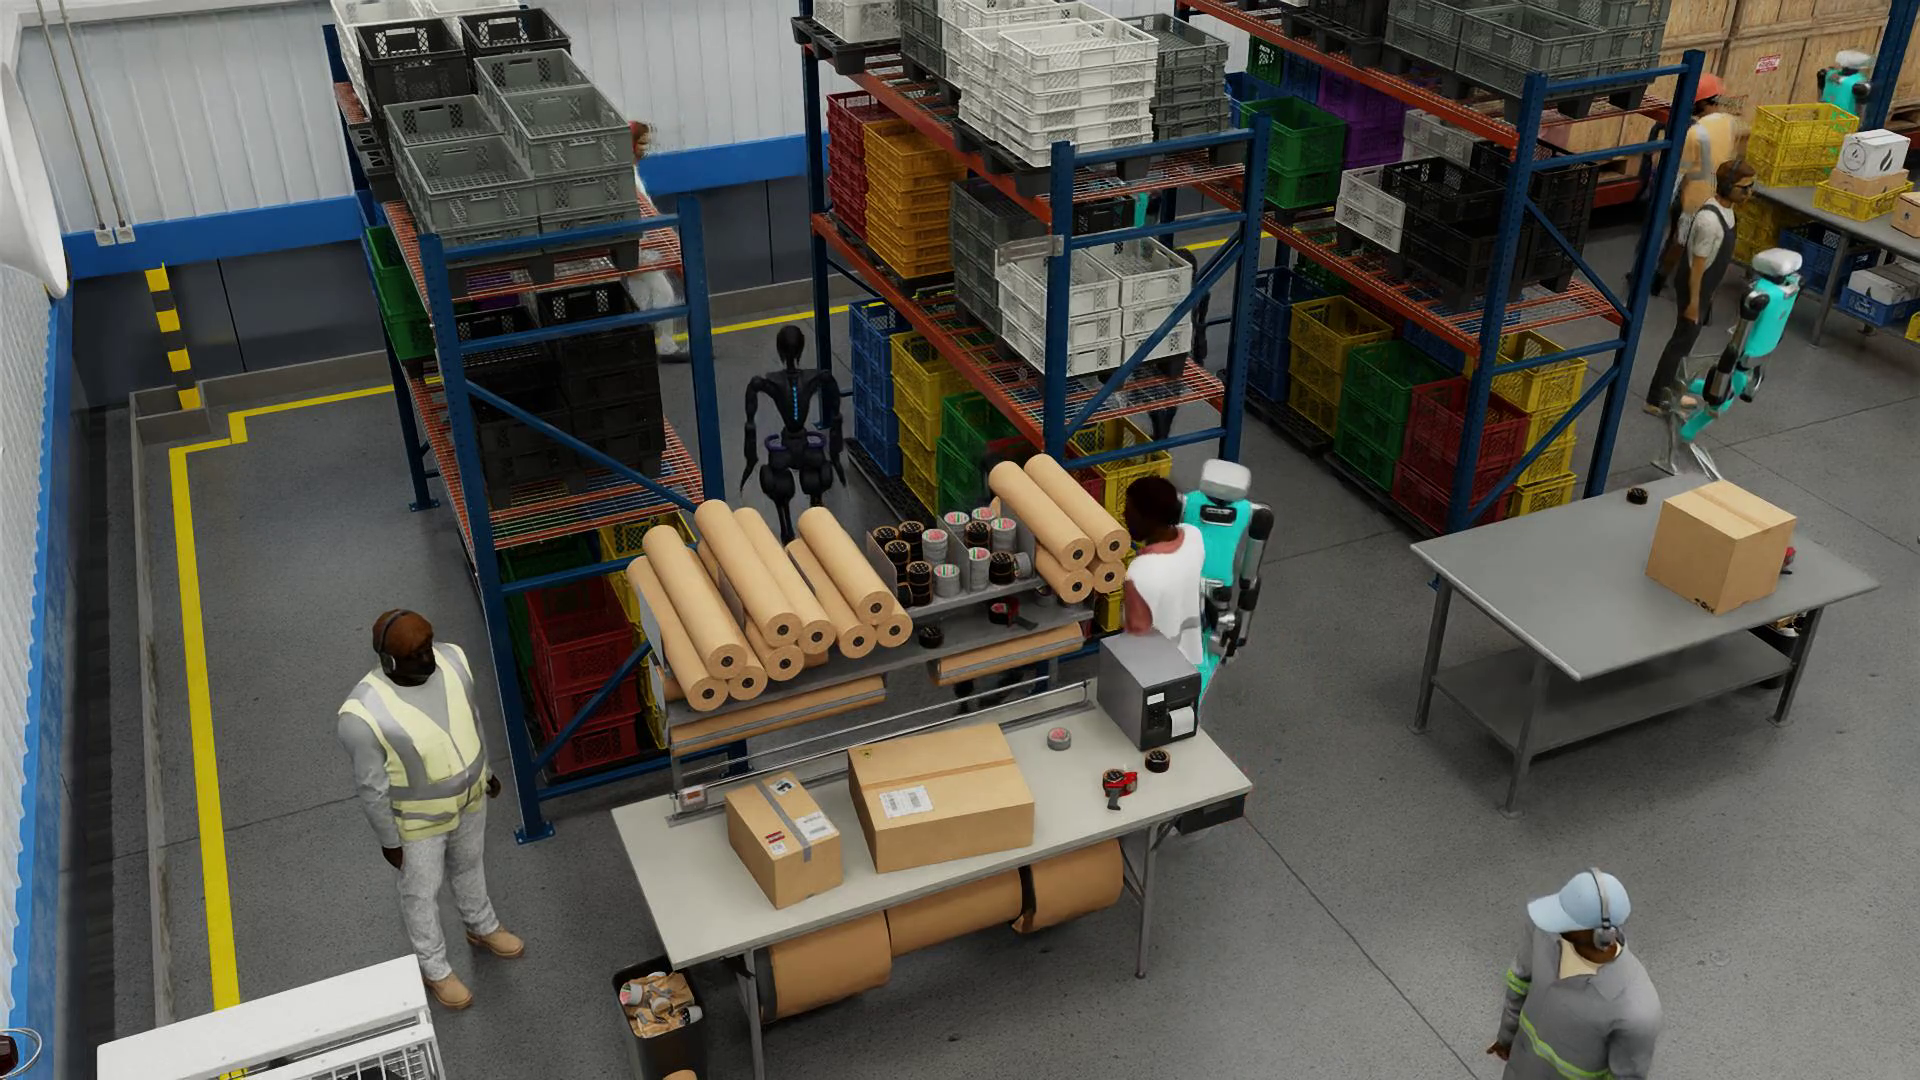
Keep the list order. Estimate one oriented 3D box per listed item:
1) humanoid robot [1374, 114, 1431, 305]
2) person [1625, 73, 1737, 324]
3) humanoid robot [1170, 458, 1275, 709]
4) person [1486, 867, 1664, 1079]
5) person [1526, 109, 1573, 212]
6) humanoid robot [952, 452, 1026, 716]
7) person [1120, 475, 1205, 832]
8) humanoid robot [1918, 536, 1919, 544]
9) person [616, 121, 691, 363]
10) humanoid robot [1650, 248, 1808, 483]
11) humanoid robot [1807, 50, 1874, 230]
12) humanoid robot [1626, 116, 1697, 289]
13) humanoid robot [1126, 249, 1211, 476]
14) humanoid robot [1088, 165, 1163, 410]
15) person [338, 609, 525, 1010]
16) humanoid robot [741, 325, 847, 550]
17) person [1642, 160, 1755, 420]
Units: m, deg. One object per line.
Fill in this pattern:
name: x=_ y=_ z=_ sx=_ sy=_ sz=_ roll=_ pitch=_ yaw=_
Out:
humanoid robot: x=3.454 y=-2.471 z=12.638 sx=0.389 sy=1.641 sz=0.603 roll=-12 pitch=34 yaw=-18
person: x=5.569 y=-2.628 z=12.709 sx=0.573 sy=1.870 sz=0.857 roll=-22 pitch=38 yaw=-32
humanoid robot: x=1.122 y=0.542 z=7.702 sx=0.584 sy=1.763 sz=0.871 roll=2 pitch=32 yaw=4
person: x=1.966 y=1.801 z=5.540 sx=0.406 sy=1.848 sz=0.589 roll=-11 pitch=33 yaw=-17
person: x=4.751 y=-3.016 z=13.449 sx=0.526 sy=1.759 sz=0.337 roll=-26 pitch=40 yaw=-36
humanoid robot: x=0.113 y=0.288 z=8.152 sx=0.606 sy=1.643 sz=0.355 roll=-13 pitch=34 yaw=-20
person: x=0.833 y=0.519 z=7.576 sx=0.565 sy=1.900 sz=0.677 roll=21 pitch=37 yaw=30
humanoid robot: x=6.225 y=-0.514 z=9.426 sx=1.036 sy=1.739 sz=0.553 roll=12 pitch=34 yaw=19
person: x=-2.314 y=-2.108 z=11.922 sx=0.523 sy=1.807 sz=0.569 roll=-9 pitch=33 yaw=-15
humanoid robot: x=4.633 y=-1.018 z=10.223 sx=0.540 sy=1.736 sz=1.006 roll=-21 pitch=37 yaw=-31
humanoid robot: x=7.480 y=-3.220 z=13.851 sx=1.049 sy=1.740 sz=0.542 roll=-10 pitch=33 yaw=-15
humanoid robot: x=5.617 y=-2.759 z=13.113 sx=0.590 sy=1.662 sz=0.328 roll=22 pitch=38 yaw=31
humanoid robot: x=1.314 y=-1.025 z=10.309 sx=0.614 sy=1.641 sz=0.552 roll=-20 pitch=37 yaw=-29
humanoid robot: x=0.988 y=-1.855 z=11.638 sx=0.530 sy=1.785 sz=1.027 roll=-11 pitch=33 yaw=-17
person: x=-2.113 y=1.065 z=6.740 sx=0.430 sy=1.845 sz=0.621 roll=17 pitch=35 yaw=25
humanoid robot: x=-0.947 y=-0.453 z=9.374 sx=0.599 sy=1.643 sz=0.550 roll=-7 pitch=32 yaw=-11
person: x=4.982 y=-1.677 z=11.206 sx=0.331 sy=1.836 sz=0.505 roll=19 pitch=36 yaw=28
